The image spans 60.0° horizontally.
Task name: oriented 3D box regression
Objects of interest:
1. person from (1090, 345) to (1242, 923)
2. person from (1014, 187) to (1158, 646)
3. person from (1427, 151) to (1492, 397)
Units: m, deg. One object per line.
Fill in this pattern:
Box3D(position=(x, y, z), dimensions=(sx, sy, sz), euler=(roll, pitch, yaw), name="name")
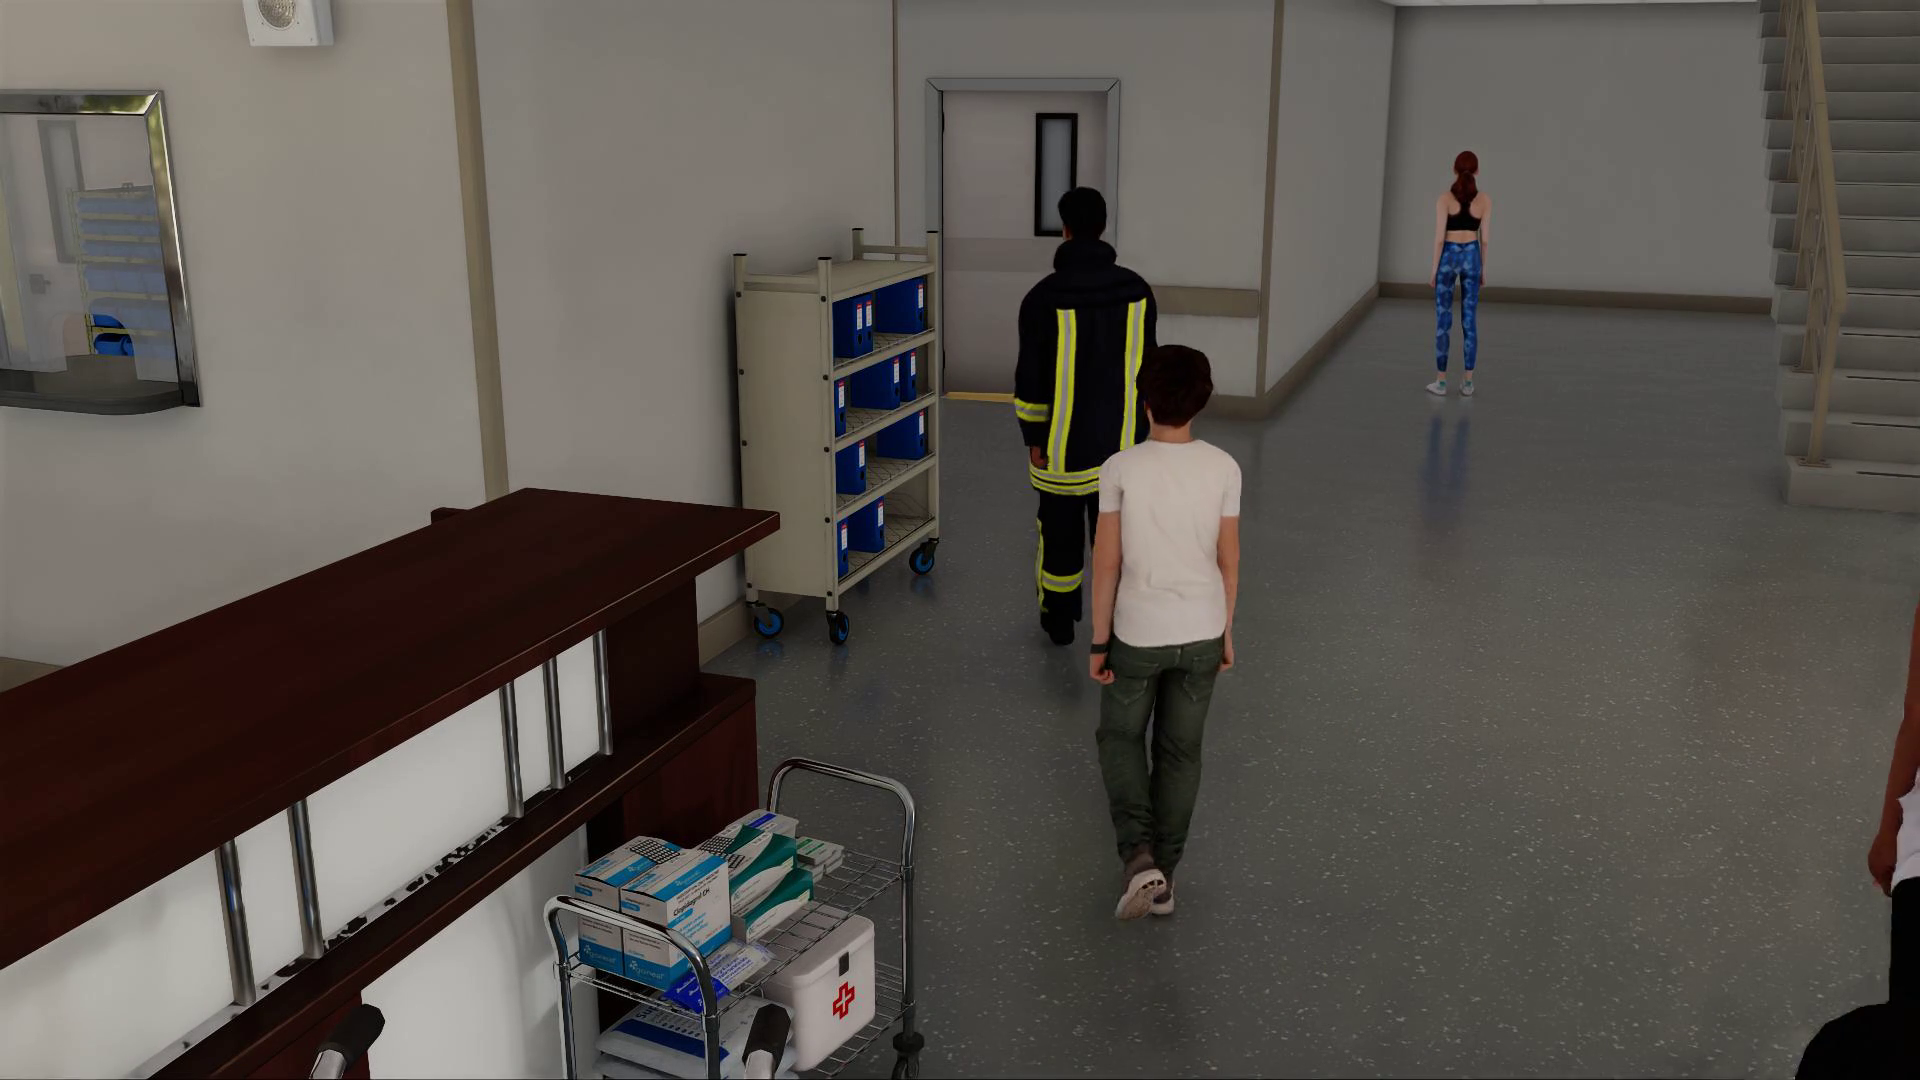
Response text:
Box3D(position=(0.564, 0.306, 4.527), dimensions=(0.735, 1.639, 0.915), euler=(0, 16, 0), name="person")
Box3D(position=(0.546, -0.410, 6.590), dimensions=(1.125, 1.898, 1.300), euler=(-3, 16, -10), name="person")
Box3D(position=(3.698, -1.975, 12.349), dimensions=(0.630, 1.784, 0.644), euler=(1, 16, 2), name="person")
